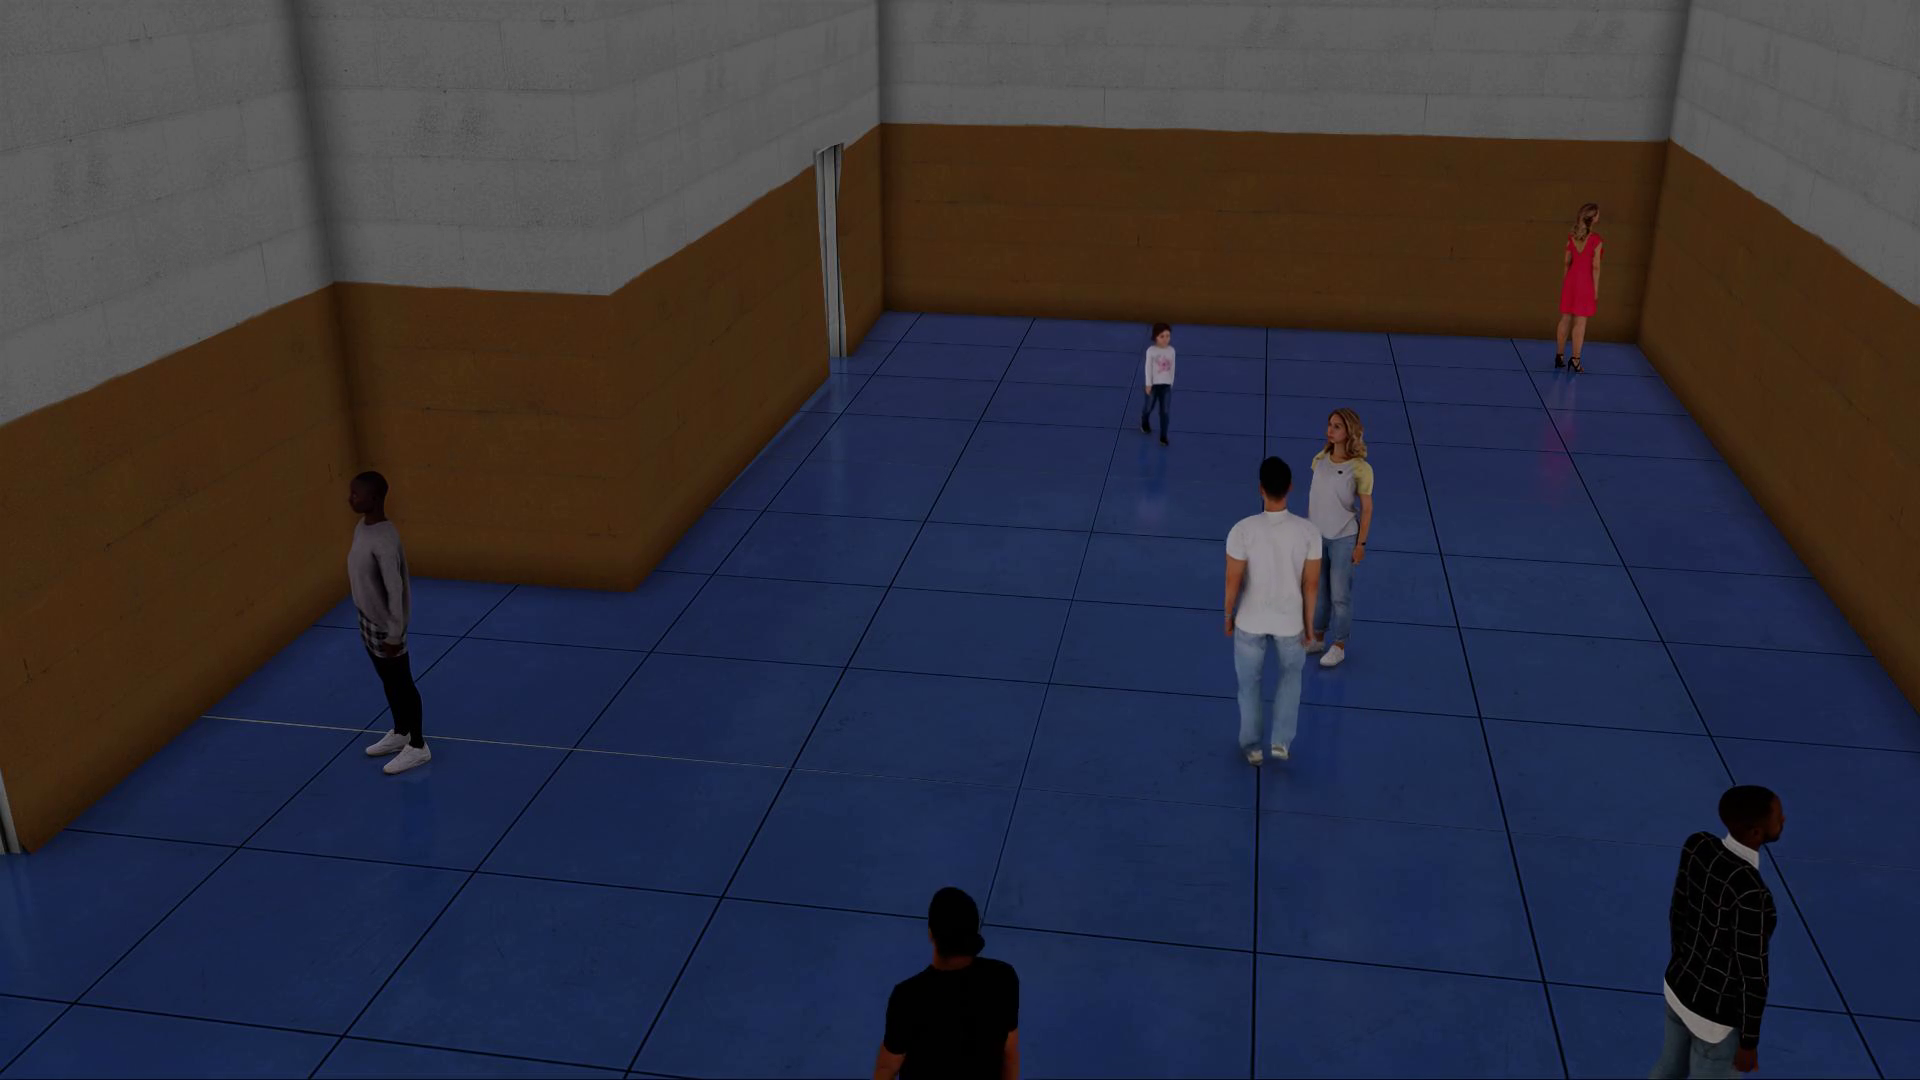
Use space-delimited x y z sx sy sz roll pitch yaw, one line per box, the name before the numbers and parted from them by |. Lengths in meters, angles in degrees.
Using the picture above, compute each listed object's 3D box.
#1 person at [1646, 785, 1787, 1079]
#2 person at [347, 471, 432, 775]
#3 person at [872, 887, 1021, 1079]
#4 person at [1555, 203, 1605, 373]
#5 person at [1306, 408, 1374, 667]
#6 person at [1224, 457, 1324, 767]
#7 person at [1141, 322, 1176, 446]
person | 2.781 1.713 6.199 0.664 1.820 0.724 -2 22 -6
person | -3.242 0.450 9.408 0.756 1.772 0.684 -16 27 -35
person | -0.006 2.012 5.601 1.125 1.713 1.145 -13 25 -29
person | 6.343 -2.598 17.053 0.717 1.728 0.668 -12 25 -28
person | 2.399 -0.020 10.626 0.763 1.722 0.687 -17 27 -36
person | 1.742 0.461 9.274 0.693 1.851 0.776 1 22 3
person | 1.771 -1.431 15.001 0.772 1.091 0.659 -3 22 -9
